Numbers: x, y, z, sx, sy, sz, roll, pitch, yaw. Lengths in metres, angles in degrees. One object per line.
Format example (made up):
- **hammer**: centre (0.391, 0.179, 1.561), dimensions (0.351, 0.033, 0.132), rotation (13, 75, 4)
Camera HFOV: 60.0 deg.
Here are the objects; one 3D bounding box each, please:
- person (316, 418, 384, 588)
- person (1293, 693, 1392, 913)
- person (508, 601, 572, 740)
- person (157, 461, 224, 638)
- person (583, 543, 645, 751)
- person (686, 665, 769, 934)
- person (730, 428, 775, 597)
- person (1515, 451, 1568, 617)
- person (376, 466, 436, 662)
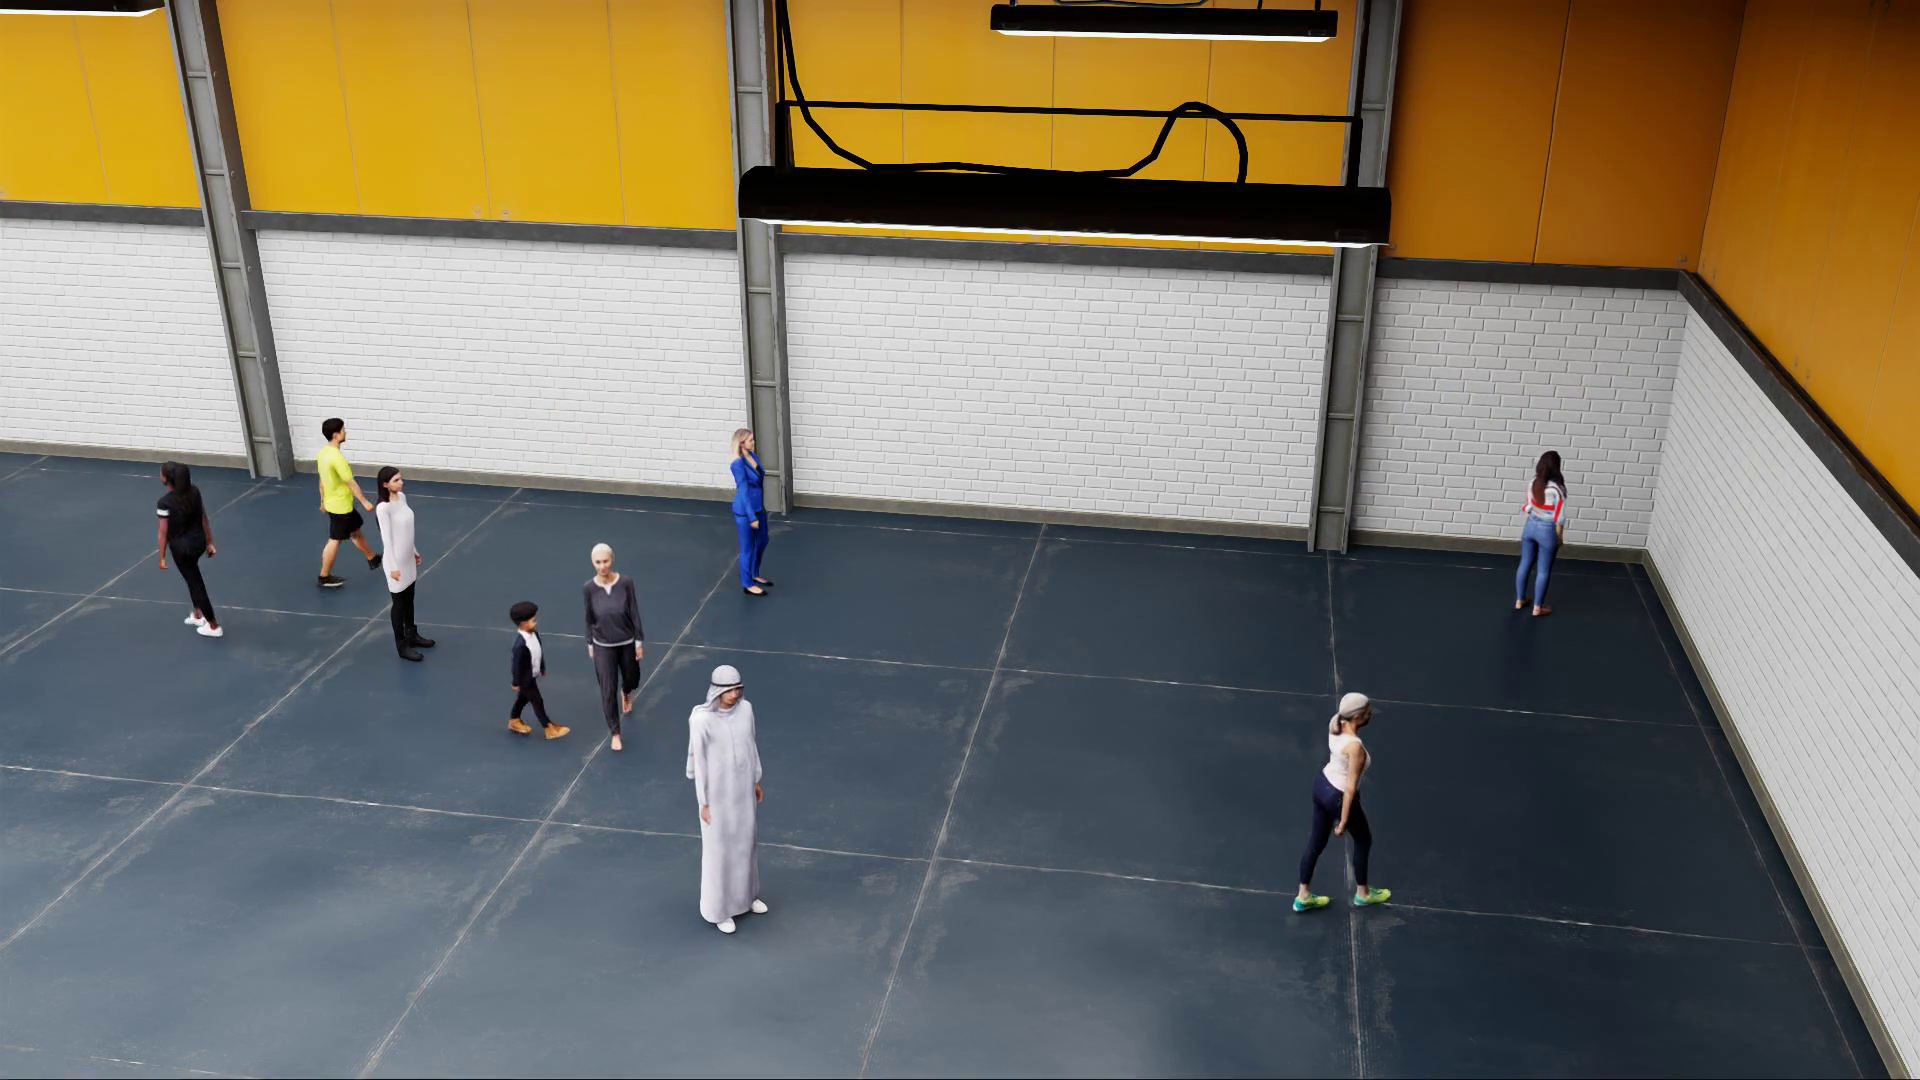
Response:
- **person**: centre (-6.133, -0.327, 16.234), dimensions (1.117, 1.667, 1.085), rotation (-17, 29, -34)
- **person**: centre (2.484, 1.809, 11.337), dimensions (1.019, 1.674, 0.840), rotation (-7, 24, -15)
- **person**: centre (-3.595, 1.069, 13.629), dimensions (0.786, 1.195, 0.511), rotation (6, 24, 13)
- **person**: centre (-6.975, 0.104, 15.184), dimensions (0.774, 1.717, 0.700), rotation (8, 25, 18)
- **person**: centre (-2.822, 0.800, 13.609), dimensions (1.027, 1.704, 0.963), rotation (-7, 25, -16)
- **person**: centre (-1.576, 1.707, 11.250), dimensions (0.830, 1.931, 0.810), rotation (20, 31, 38)
- **person**: centre (-2.106, -0.272, 16.070), dimensions (0.557, 1.697, 0.644), rotation (5, 24, 12)
- **person**: centre (5.485, -0.079, 15.734), dimensions (0.711, 1.612, 0.651), rotation (-15, 28, -31)
- **person**: centre (-5.014, 0.187, 14.881), dimensions (0.520, 1.808, 0.607), rotation (3, 24, 7)
